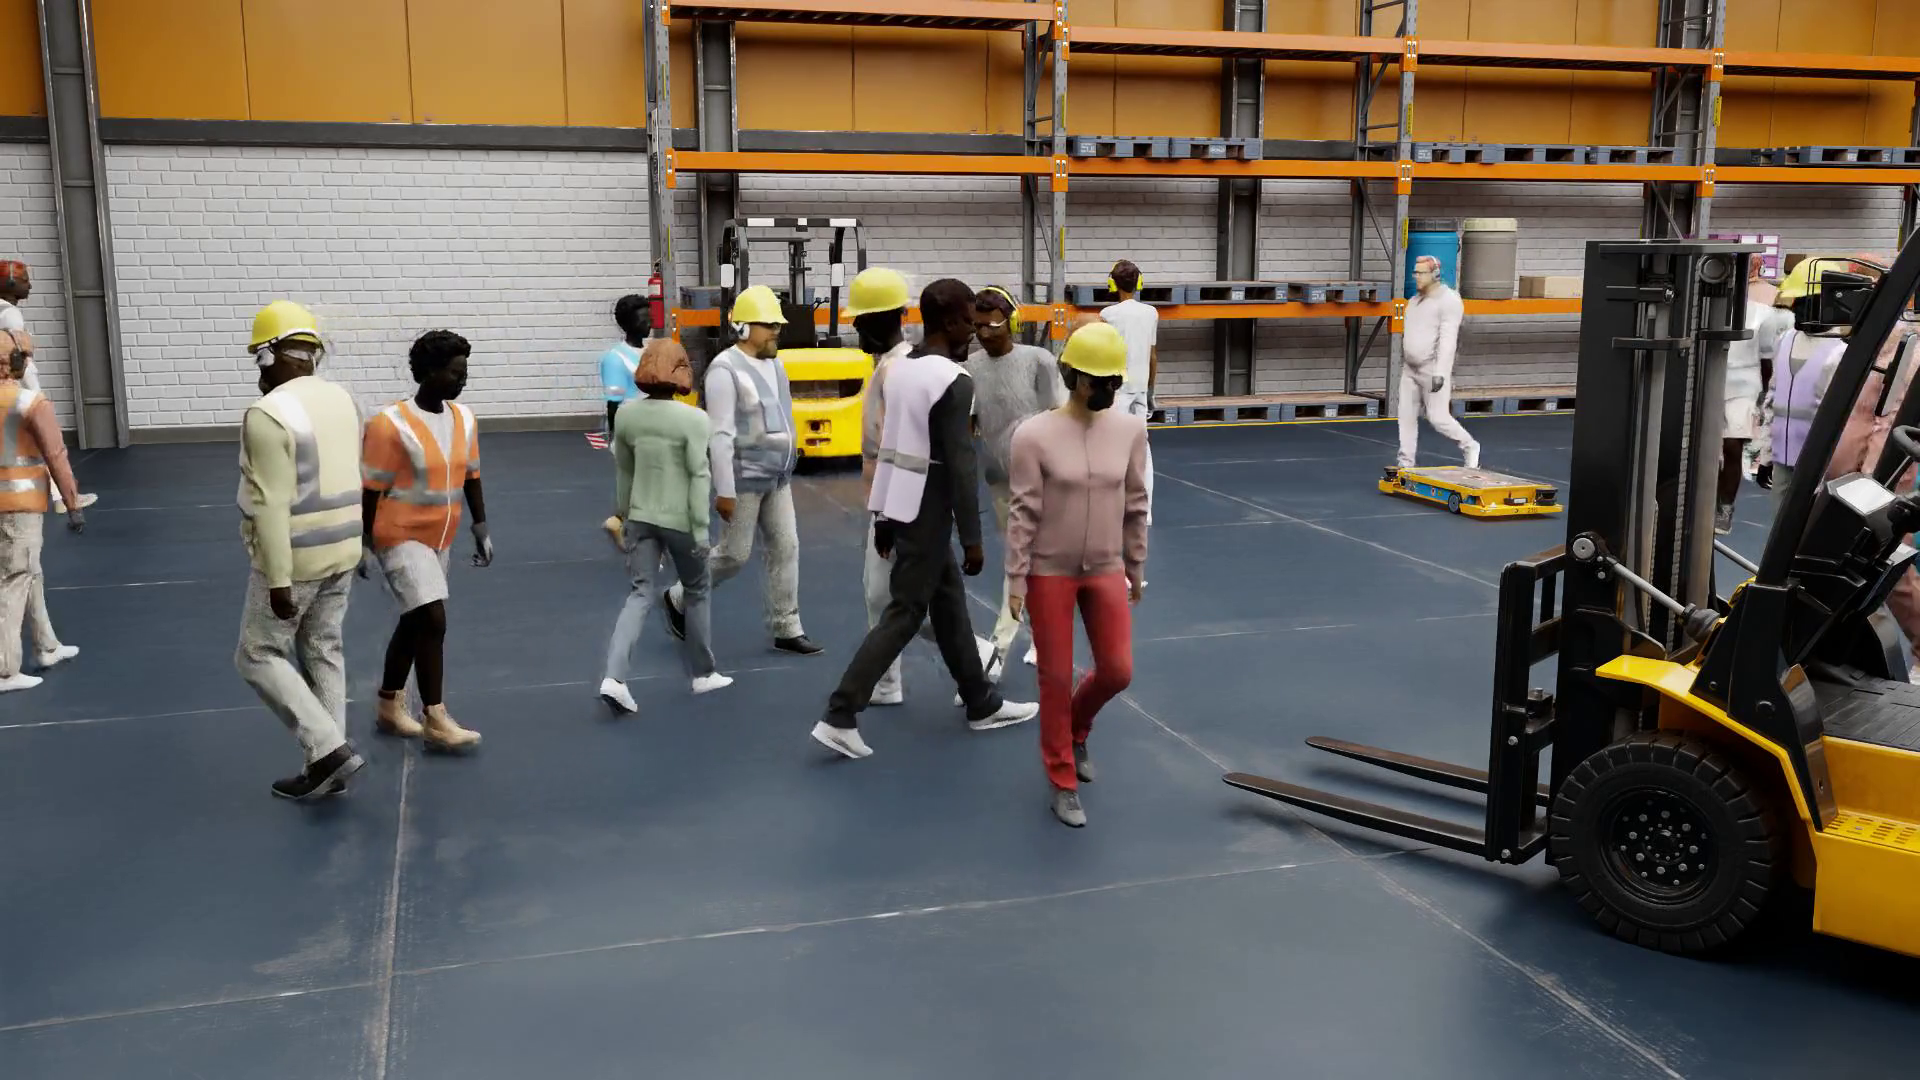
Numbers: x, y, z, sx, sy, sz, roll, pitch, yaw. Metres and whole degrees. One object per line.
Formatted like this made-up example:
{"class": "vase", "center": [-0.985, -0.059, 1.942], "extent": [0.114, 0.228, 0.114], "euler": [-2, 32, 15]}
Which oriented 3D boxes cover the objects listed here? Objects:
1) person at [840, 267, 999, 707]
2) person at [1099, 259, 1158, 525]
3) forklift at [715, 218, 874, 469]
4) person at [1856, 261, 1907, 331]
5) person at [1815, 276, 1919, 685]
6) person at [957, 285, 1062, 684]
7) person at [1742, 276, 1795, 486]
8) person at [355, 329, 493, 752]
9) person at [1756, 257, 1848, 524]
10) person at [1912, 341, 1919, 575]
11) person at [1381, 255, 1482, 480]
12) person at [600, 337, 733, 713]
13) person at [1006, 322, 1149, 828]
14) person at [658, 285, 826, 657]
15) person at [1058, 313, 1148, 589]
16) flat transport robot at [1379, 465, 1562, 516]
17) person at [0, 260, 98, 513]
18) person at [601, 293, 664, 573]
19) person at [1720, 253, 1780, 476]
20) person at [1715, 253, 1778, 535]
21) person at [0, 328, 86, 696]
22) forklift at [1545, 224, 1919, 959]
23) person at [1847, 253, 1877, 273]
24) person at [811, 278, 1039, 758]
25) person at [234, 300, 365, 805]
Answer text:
{"class": "person", "center": [-0.205, -0.190, 6.992], "extent": [0.615, 1.902, 0.599], "euler": [-1, 10, -3]}
{"class": "person", "center": [1.149, -1.011, 11.601], "extent": [0.515, 1.866, 0.333], "euler": [-7, 12, -32]}
{"class": "forklift", "center": [-1.522, -1.778, 14.899], "extent": [1.214, 2.155, 2.313], "euler": [-3, 11, -17]}
{"class": "person", "center": [6.644, -1.124, 12.279], "extent": [0.430, 1.843, 0.625], "euler": [-8, 13, -37]}
{"class": "person", "center": [3.958, -0.219, 7.297], "extent": [0.989, 1.856, 0.641], "euler": [-1, 10, -3]}
{"class": "person", "center": [0.225, -0.253, 7.604], "extent": [0.578, 1.800, 0.973], "euler": [6, 12, 31]}
{"class": "person", "center": [6.579, -1.270, 13.387], "extent": [0.484, 1.724, 0.496], "euler": [3, 11, 15]}
{"class": "person", "center": [-2.107, 0.013, 6.571], "extent": [0.728, 1.630, 0.550], "euler": [4, 11, 22]}
{"class": "person", "center": [4.127, -0.408, 8.126], "extent": [0.386, 1.922, 0.594], "euler": [-3, 11, -17]}
{"class": "person", "center": [4.807, -0.339, 8.009], "extent": [0.448, 1.822, 0.580], "euler": [-8, 13, -39]}
{"class": "person", "center": [3.925, -1.410, 13.747], "extent": [0.763, 1.880, 0.637], "euler": [-5, 11, -24]}
{"class": "person", "center": [-1.301, -0.063, 7.153], "extent": [0.511, 1.611, 0.779], "euler": [5, 11, 24]}
{"class": "person", "center": [0.396, 0.115, 5.770], "extent": [0.542, 1.744, 0.480], "euler": [-3, 11, -18]}
{"class": "person", "center": [-1.075, -0.327, 8.052], "extent": [0.811, 1.803, 0.596], "euler": [5, 11, 25]}
{"class": "person", "center": [0.722, -0.534, 9.736], "extent": [0.846, 1.590, 0.513], "euler": [6, 12, 31]}
{"class": "flat transport robot", "center": [3.824, -0.388, 12.551], "extent": [0.652, 0.197, 1.431], "euler": [-3, 11, -17]}
{"class": "person", "center": [-6.640, -1.064, 11.918], "extent": [0.876, 1.849, 0.619], "euler": [-8, 13, -37]}
{"class": "person", "center": [-1.998, -0.641, 10.054], "extent": [0.441, 1.687, 0.541], "euler": [4, 11, 22]}
{"class": "person", "center": [6.664, -1.496, 14.138], "extent": [0.643, 1.911, 0.411], "euler": [5, 11, 24]}
{"class": "person", "center": [5.340, -1.033, 11.576], "extent": [0.650, 1.932, 0.808], "euler": [8, 13, 36]}
{"class": "person", "center": [-4.196, -0.146, 7.524], "extent": [0.551, 1.608, 0.731], "euler": [3, 11, 16]}
{"class": "forklift", "center": [2.909, 0.117, 4.508], "extent": [2.313, 2.155, 1.214], "euler": [9, 14, 40]}
{"class": "person", "center": [8.427, -1.724, 15.495], "extent": [0.541, 1.889, 1.022], "euler": [-1, 10, -3]}
{"class": "person", "center": [-0.165, -0.084, 6.547], "extent": [1.016, 1.874, 0.642], "euler": [-4, 11, -23]}
{"class": "person", "center": [-2.338, 0.058, 5.918], "extent": [0.422, 1.802, 0.591], "euler": [3, 11, 14]}
